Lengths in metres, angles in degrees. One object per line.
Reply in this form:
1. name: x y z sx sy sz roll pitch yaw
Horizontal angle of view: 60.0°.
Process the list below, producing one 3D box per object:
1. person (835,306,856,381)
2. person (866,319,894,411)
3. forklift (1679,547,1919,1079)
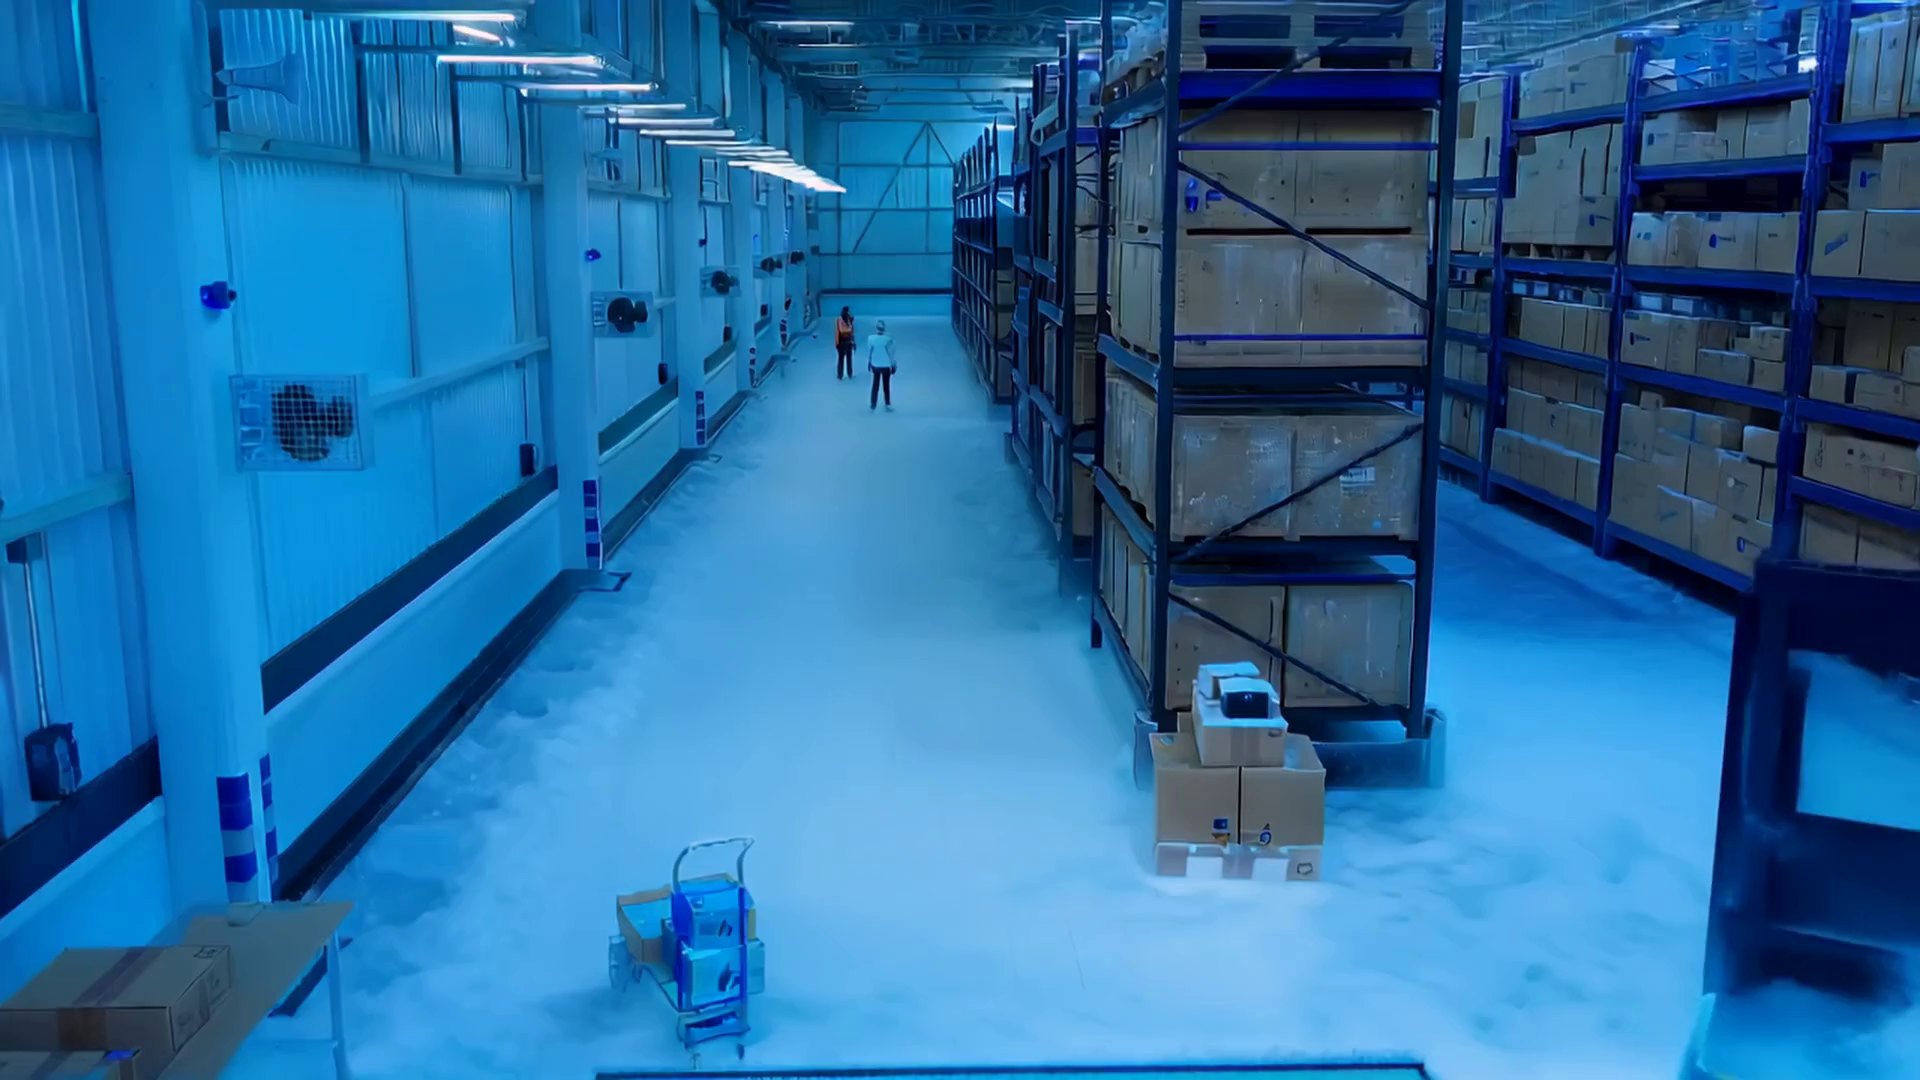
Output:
1. person: -2.929 -5.013 42.470 0.586 1.912 0.396 -8 13 -35
2. person: -1.709 -3.749 35.693 0.617 1.986 0.408 -3 11 -14
3. forklift: 3.413 1.450 6.303 1.129 2.768 1.873 6 12 29
